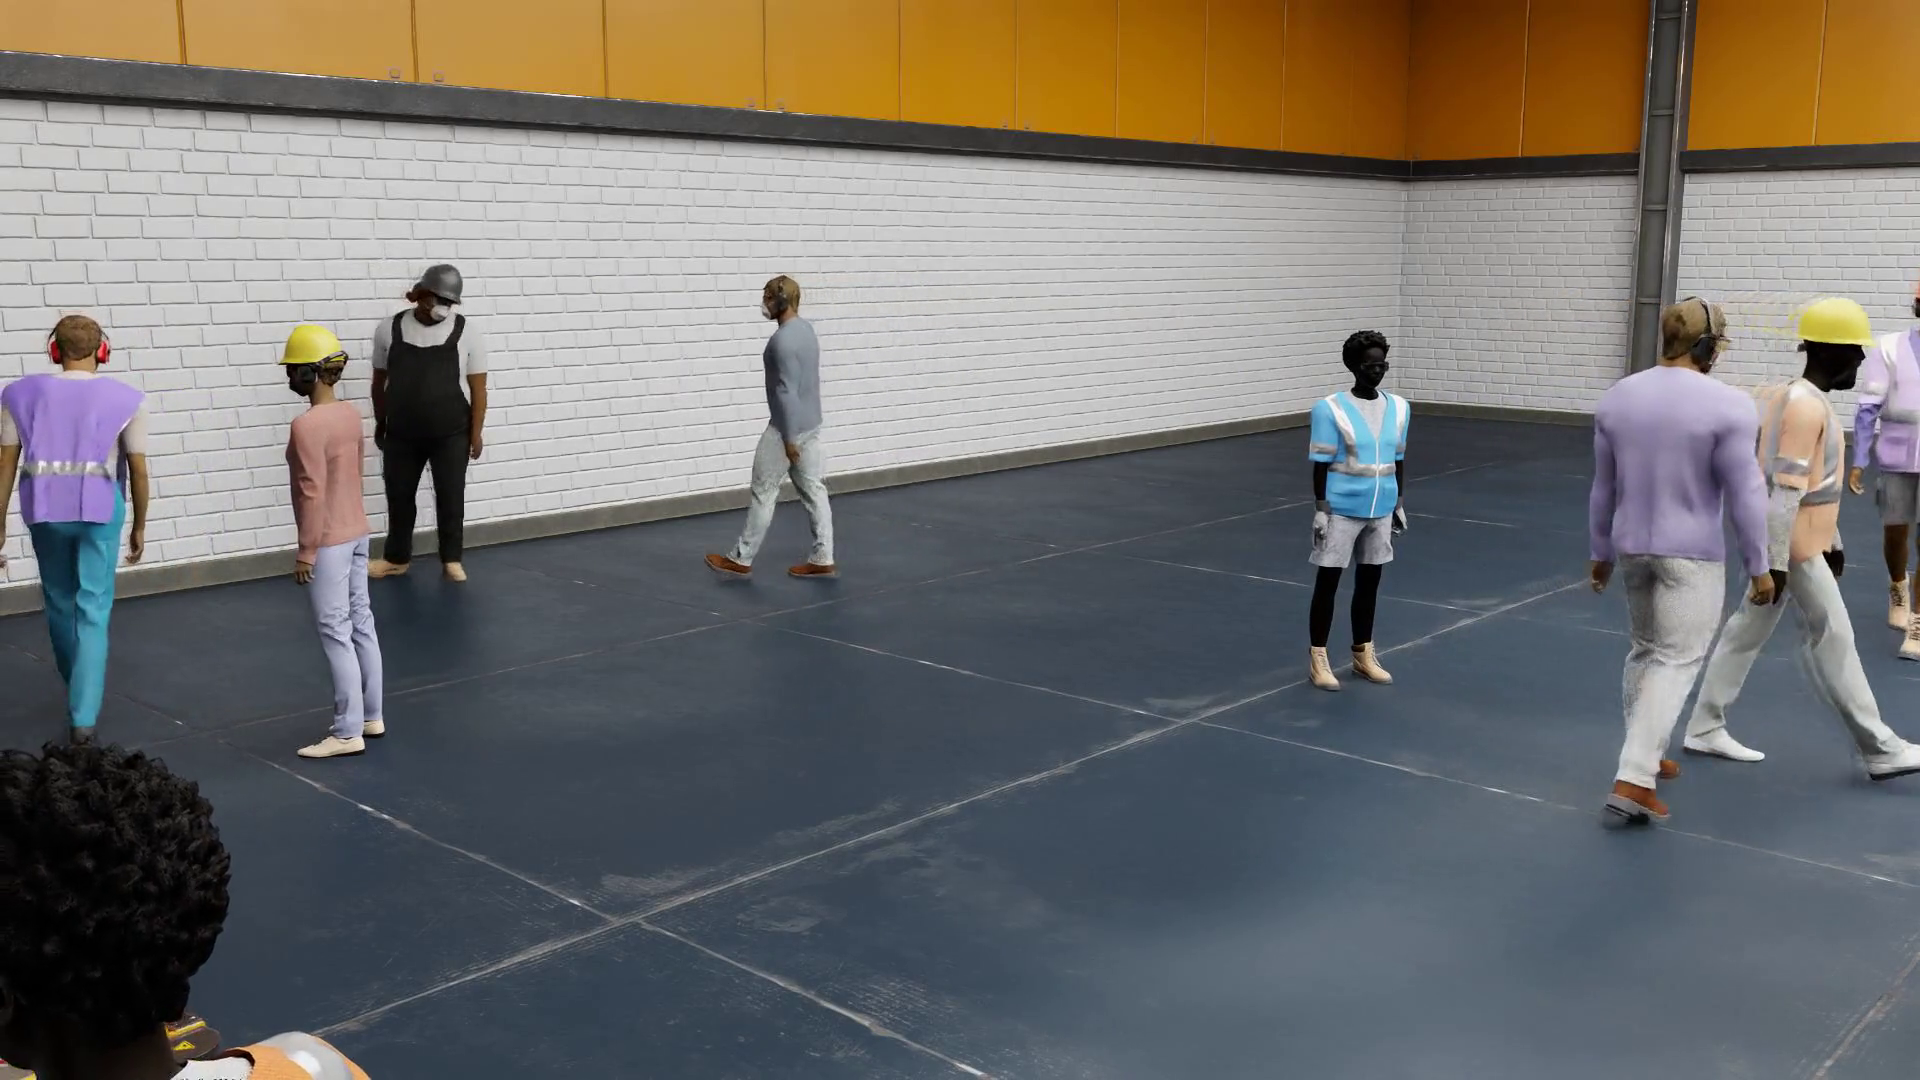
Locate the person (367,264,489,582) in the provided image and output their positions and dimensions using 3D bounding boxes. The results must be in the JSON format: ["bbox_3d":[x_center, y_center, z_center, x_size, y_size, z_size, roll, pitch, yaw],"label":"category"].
[{"bbox_3d":[-3.318,-0.736,10.270,0.803,2.000,0.571,-1,10,-4],"label":"person"}]

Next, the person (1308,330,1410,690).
[{"bbox_3d":[1.881,-0.141,7.862,0.534,1.697,0.322,-4,11,-19],"label":"person"}]

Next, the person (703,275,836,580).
[{"bbox_3d":[-1.184,-0.690,10.417,0.854,1.906,0.643,2,10,13],"label":"person"}]

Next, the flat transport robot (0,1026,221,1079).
[{"bbox_3d":[-2.466,1.232,4.103,1.431,0.197,0.652,8,12,37],"label":"flat transport robot"}]

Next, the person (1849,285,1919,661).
[{"bbox_3d":[5.027,-0.434,8.682,0.612,2.009,0.989,7,12,36],"label":"person"}]

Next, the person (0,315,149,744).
[{"bbox_3d":[-3.819,-0.068,7.206,0.640,1.778,0.940,-3,10,-16],"label":"person"}]

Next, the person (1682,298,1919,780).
[{"bbox_3d":[3.384,0.002,6.519,0.968,1.873,0.615,4,11,24],"label":"person"}]

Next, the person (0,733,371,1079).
[{"bbox_3d":[-0.668,0.996,1.408,0.319,1.690,0.531,3,10,17],"label":"person"}]

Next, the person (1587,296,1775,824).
[{"bbox_3d":[2.590,0.071,6.125,0.834,1.918,0.674,-7,12,-33],"label":"person"}]

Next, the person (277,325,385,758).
[{"bbox_3d":[-2.596,0.008,6.817,0.316,1.767,0.535,0,10,3],"label":"person"}]
